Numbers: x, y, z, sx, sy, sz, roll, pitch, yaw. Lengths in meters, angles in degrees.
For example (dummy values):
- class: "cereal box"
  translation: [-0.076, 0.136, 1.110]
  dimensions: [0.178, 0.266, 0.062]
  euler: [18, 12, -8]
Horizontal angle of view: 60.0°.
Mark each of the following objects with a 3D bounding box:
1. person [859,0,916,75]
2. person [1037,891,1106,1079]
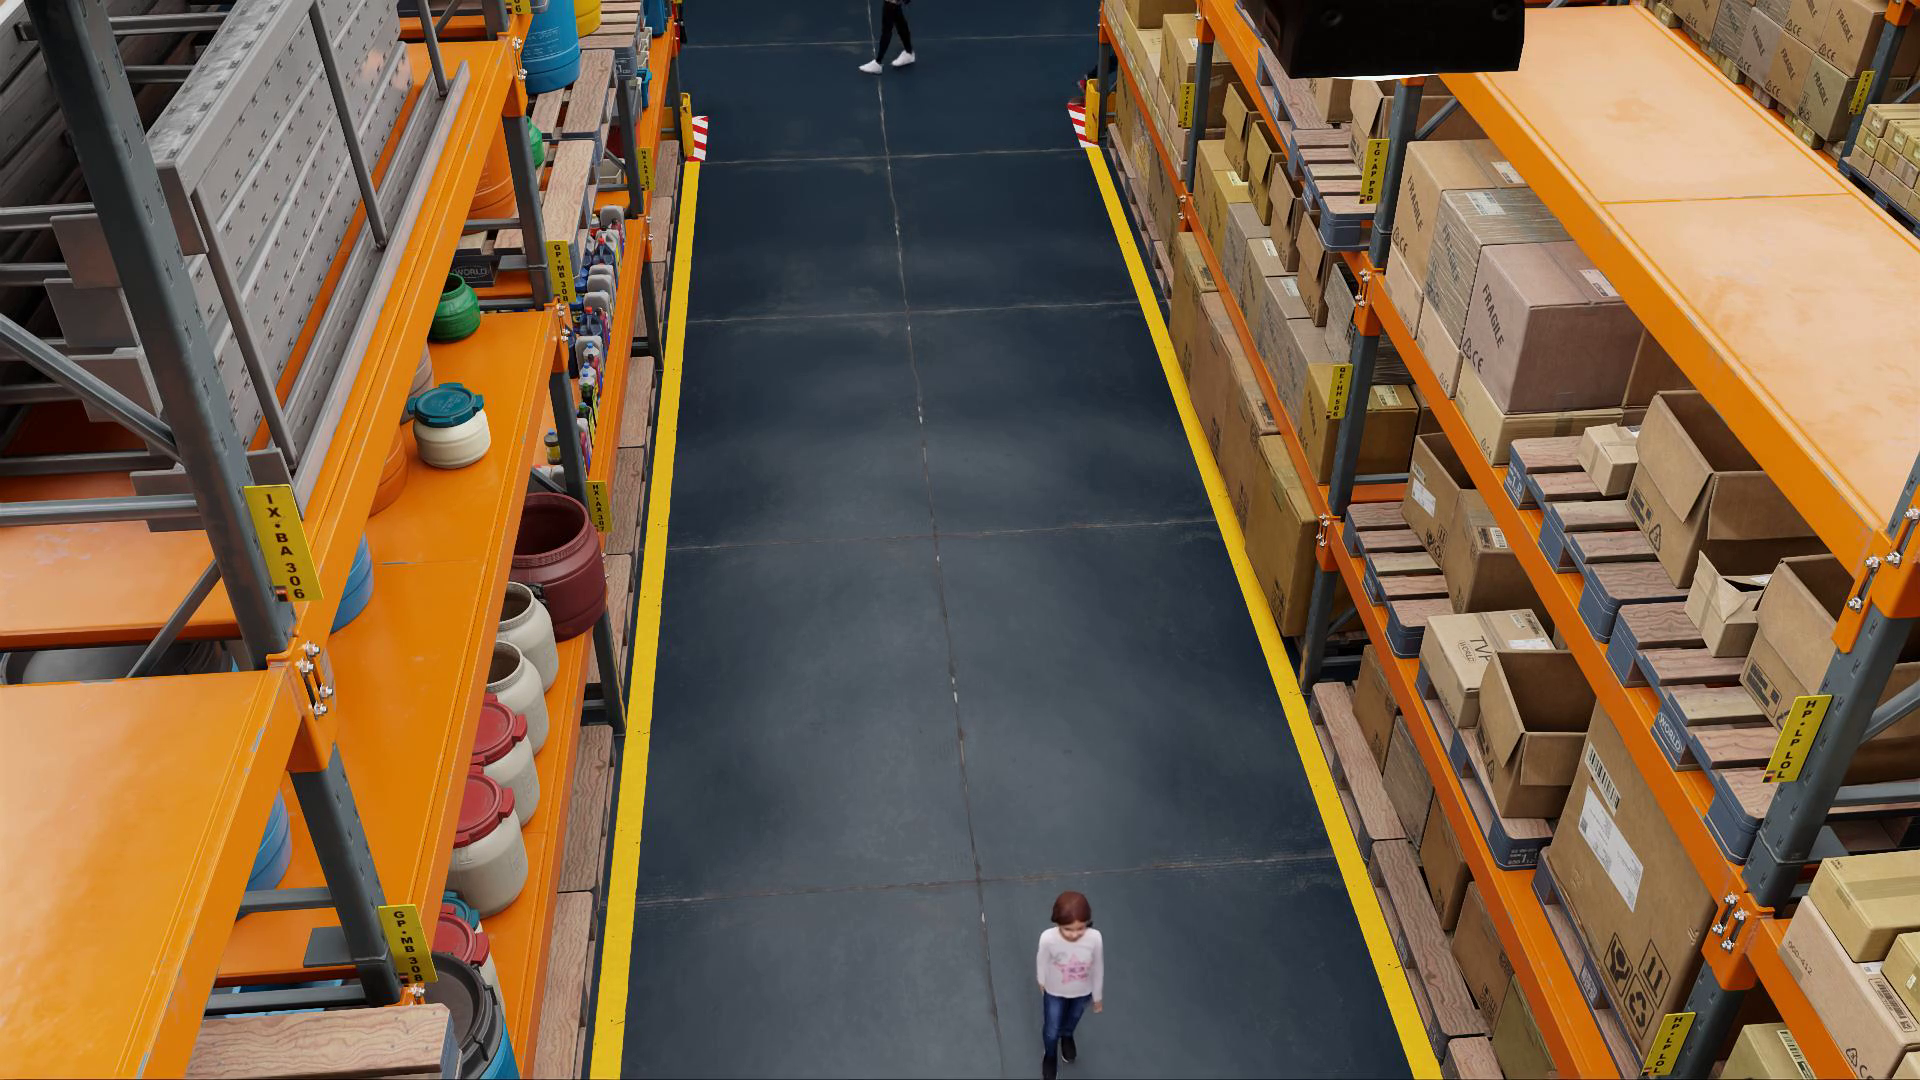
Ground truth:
- class: "person"
  translation: [-0.619, -5.707, 17.080]
  dimensions: [0.993, 1.746, 1.045]
  euler: [-23, 43, -27]
- class: "person"
  translation: [0.487, 1.953, 7.537]
  dimensions: [0.442, 1.101, 0.504]
  euler: [-4, 37, -6]
